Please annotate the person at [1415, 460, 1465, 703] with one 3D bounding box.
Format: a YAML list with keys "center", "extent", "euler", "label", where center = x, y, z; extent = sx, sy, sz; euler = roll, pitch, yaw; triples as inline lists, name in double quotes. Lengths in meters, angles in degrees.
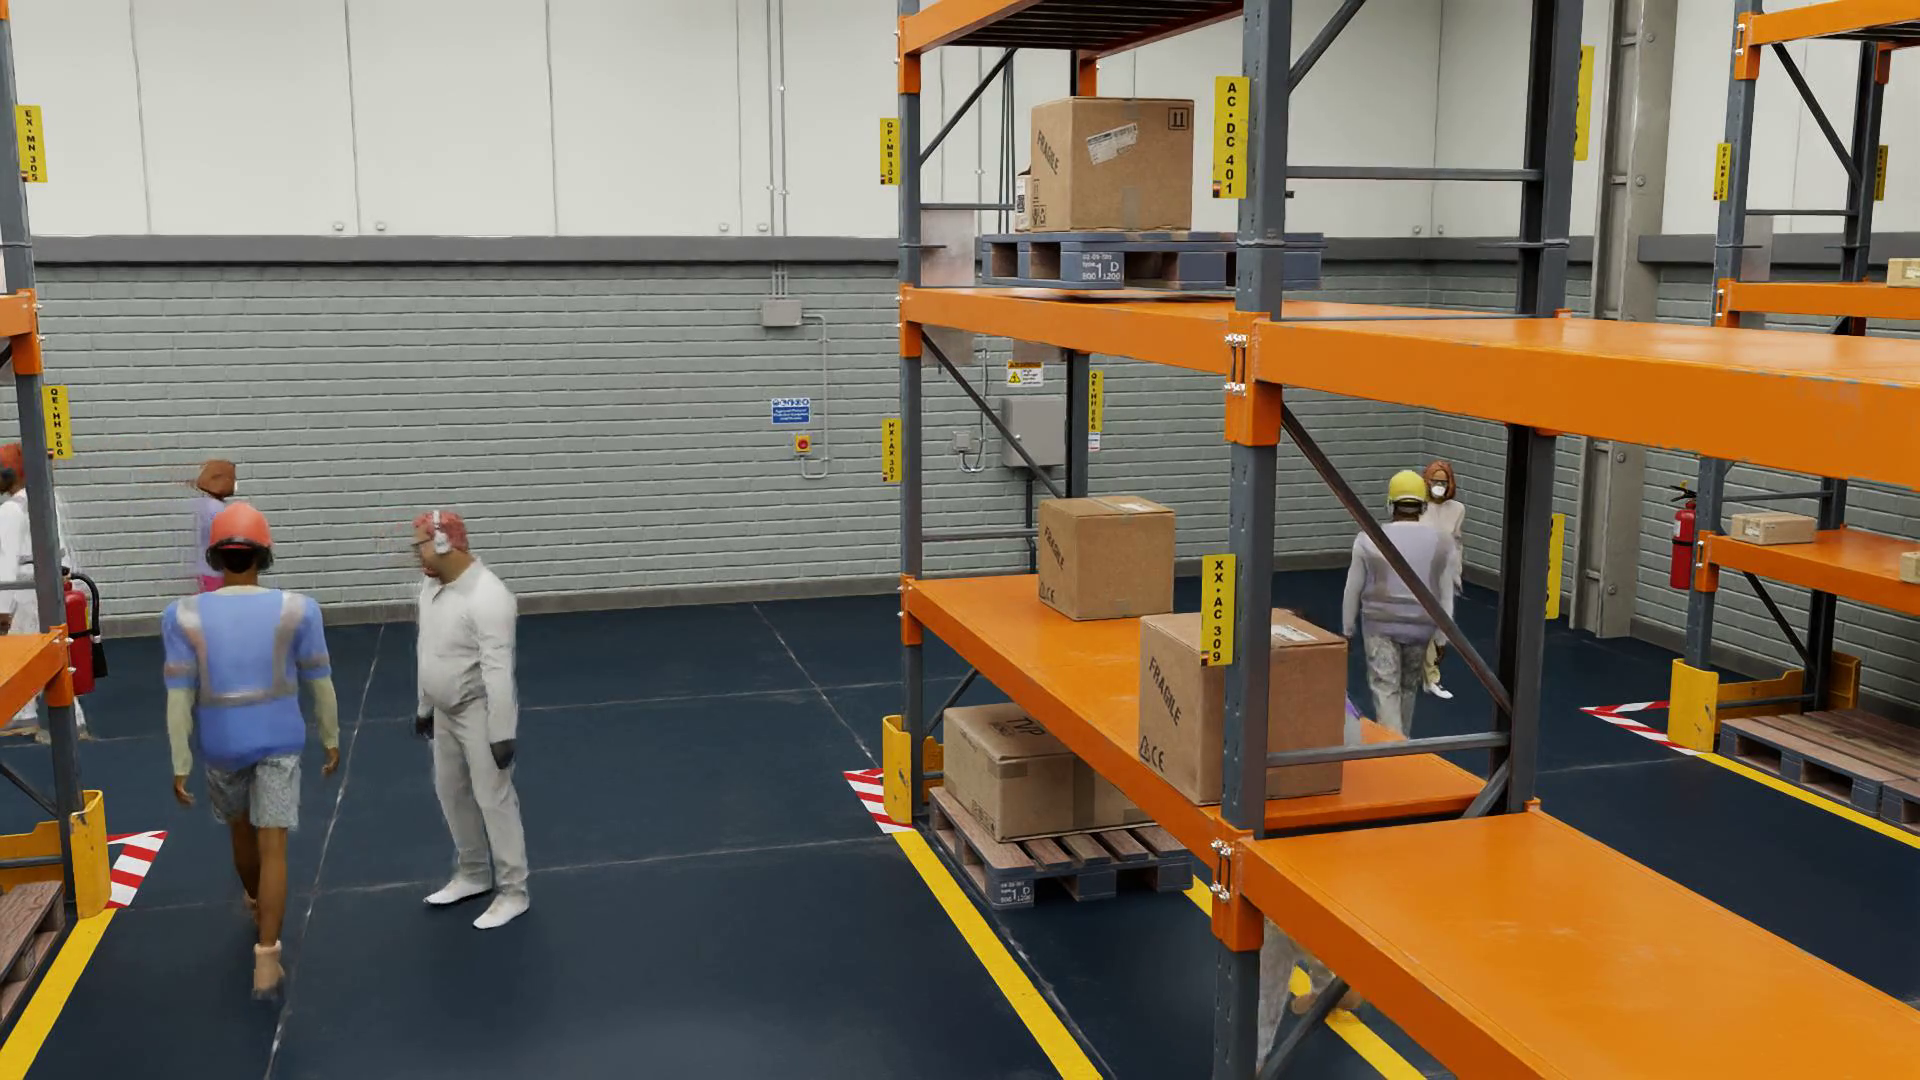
- center: [3.160, 0.274, 11.172]
  extent: [0.499, 1.632, 0.285]
  euler: [-3, 10, -18]
  label: "person"

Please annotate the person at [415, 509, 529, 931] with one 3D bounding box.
- center: [-2.207, 0.795, 7.492]
  extent: [0.404, 1.889, 0.720]
  euler: [-10, 14, -43]
  label: "person"

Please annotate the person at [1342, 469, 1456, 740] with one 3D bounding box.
- center: [2.490, 0.499, 9.445]
  extent: [0.598, 1.801, 0.879]
  euler: [0, 10, 3]
  label: "person"

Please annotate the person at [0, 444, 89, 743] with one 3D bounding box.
- center: [-5.776, 0.330, 10.201]
  extent: [0.717, 1.853, 0.634]
  euler: [-1, 10, -8]
  label: "person"

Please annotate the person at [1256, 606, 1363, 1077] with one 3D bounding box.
- center: [1.253, 1.089, 6.136]
  extent: [0.885, 1.798, 0.672]
  euler: [-5, 11, -27]
  label: "person"

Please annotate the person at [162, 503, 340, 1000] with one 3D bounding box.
- center: [-2.951, 0.832, 6.987]
  extent: [0.636, 1.983, 1.066]
  euler: [-3, 10, -17]
  label: "person"
